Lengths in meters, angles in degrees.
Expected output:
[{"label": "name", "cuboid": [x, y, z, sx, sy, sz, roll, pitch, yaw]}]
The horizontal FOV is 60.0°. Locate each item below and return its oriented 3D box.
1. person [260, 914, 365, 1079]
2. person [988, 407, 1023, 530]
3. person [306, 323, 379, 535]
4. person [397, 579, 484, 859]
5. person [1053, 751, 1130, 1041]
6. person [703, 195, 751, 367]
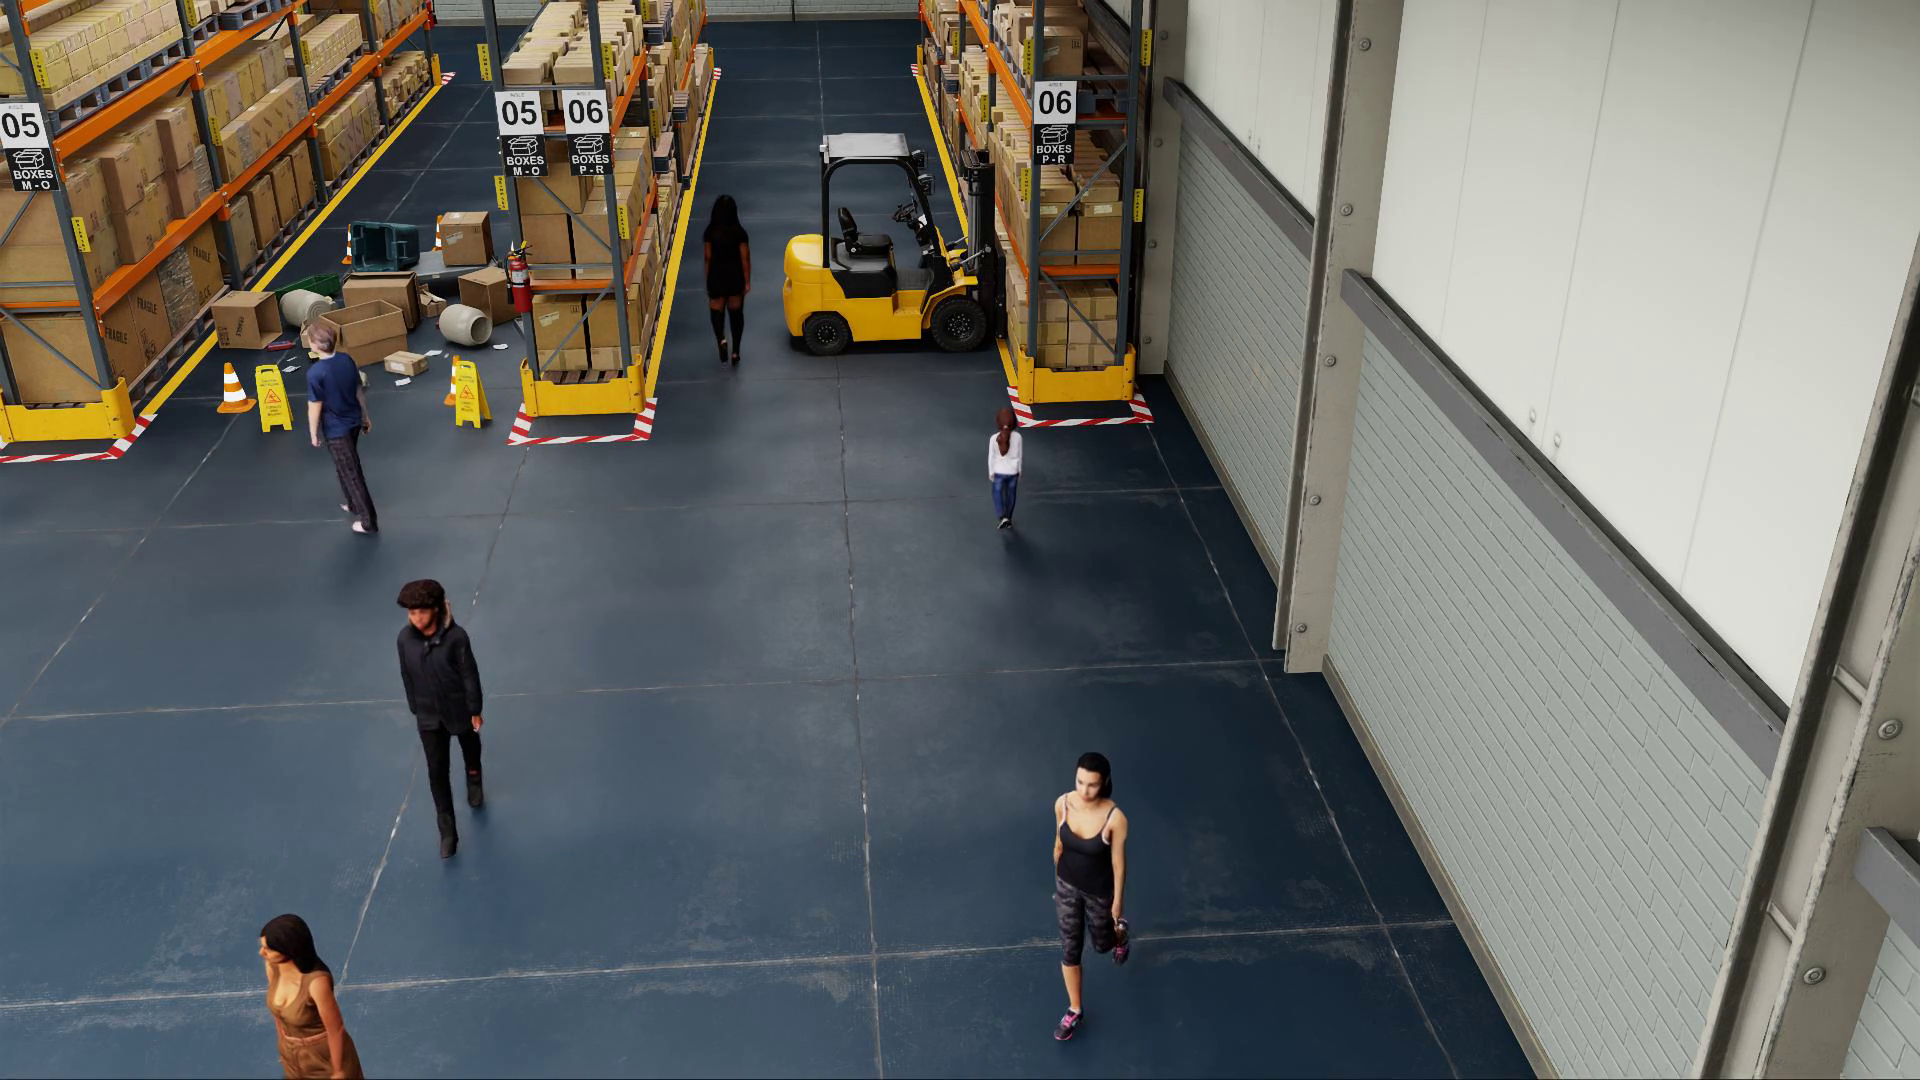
[{"label": "person", "cuboid": [-2.973, 2.389, 7.707, 0.637, 1.686, 0.671, 15, 31, 27]}, {"label": "person", "cuboid": [0.397, -0.585, 14.120, 0.453, 1.103, 0.608, -4, 27, -7]}, {"label": "person", "cuboid": [-5.095, -0.910, 13.933, 0.945, 1.851, 0.906, 13, 30, 23]}, {"label": "person", "cuboid": [-3.177, 0.999, 10.348, 0.699, 1.741, 1.115, -5, 28, -9]}, {"label": "person", "cuboid": [0.716, 1.807, 8.816, 0.899, 1.705, 1.051, 14, 31, 26]}, {"label": "person", "cuboid": [-2.431, -2.641, 17.312, 0.634, 1.837, 0.812, -2, 27, -4]}]
